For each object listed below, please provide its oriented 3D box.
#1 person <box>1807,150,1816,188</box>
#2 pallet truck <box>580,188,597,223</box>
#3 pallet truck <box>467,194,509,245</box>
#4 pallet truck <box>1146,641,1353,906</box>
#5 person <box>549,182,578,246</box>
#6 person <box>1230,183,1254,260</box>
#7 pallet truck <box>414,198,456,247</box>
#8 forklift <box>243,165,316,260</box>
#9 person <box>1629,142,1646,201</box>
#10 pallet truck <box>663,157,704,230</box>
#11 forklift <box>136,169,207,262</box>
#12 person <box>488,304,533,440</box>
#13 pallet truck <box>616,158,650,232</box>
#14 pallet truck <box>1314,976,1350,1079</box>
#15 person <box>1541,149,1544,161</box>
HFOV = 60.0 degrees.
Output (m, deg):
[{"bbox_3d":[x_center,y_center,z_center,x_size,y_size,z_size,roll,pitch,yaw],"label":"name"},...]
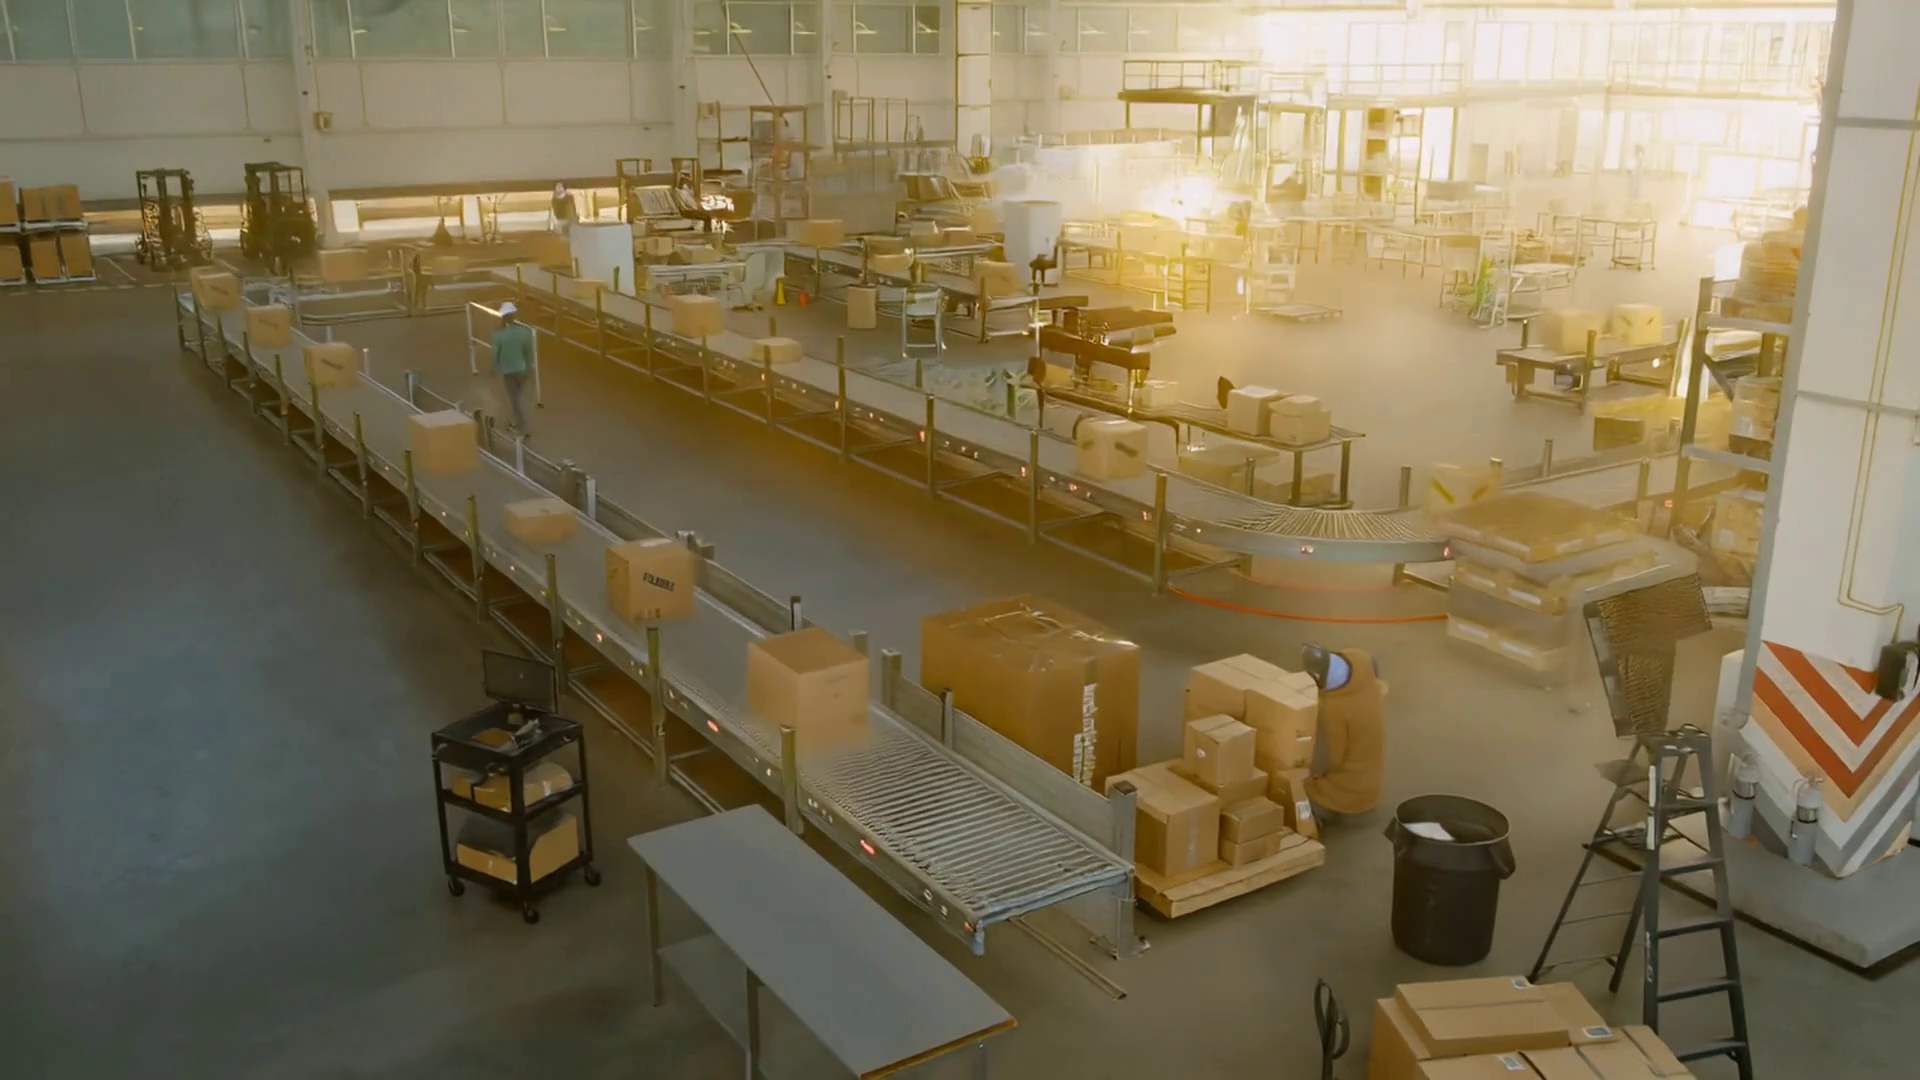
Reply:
[{"bbox_3d":[27.191,-11.695,52.689,0.610,1.964,0.365,12,20,35],"label":"person"},{"bbox_3d":[-10.010,-8.652,43.699,0.653,1.274,1.630,-10,20,-31],"label":"pallet truck"},{"bbox_3d":[-11.983,-8.177,42.137,0.704,1.261,1.522,-11,20,-33],"label":"pallet truck"},{"bbox_3d":[1.664,1.407,10.232,1.630,1.274,0.653,-10,20,-31],"label":"pallet truck"},{"bbox_3d":[-9.070,-7.154,37.739,0.668,1.865,0.904,7,18,22],"label":"person"},{"bbox_3d":[6.083,-6.648,35.780,0.607,2.023,0.684,-7,18,-23],"label":"person"},{"bbox_3d":[-13.250,-8.060,41.856,0.680,1.201,1.601,-10,20,-31],"label":"pallet truck"},{"bbox_3d":[-15.898,-7.669,38.708,1.157,1.987,2.680,-11,20,-33],"label":"forklift"},{"bbox_3d":[21.650,-11.751,53.082,0.345,1.846,0.507,9,19,27],"label":"person"},{"bbox_3d":[-7.586,-9.308,44.692,0.823,1.965,1.885,-11,20,-33],"label":"pallet truck"},{"bbox_3d":[-17.842,-7.318,37.559,1.157,1.987,2.680,-10,20,-31],"label":"forklift"},{"bbox_3d":[-5.756,-2.164,21.401,0.539,1.723,0.908,-14,22,-39],"label":"person"},{"bbox_3d":[-8.918,-9.176,44.255,0.823,1.965,1.885,-9,19,-27],"label":"pallet truck"},{"bbox_3d":[2.299,2.390,7.086,1.601,1.201,0.680,-2,17,-7],"label":"pallet truck"},{"bbox_3d":[21.824,-14.478,62.502,0.509,1.632,0.268,10,19,29],"label":"person"}]
